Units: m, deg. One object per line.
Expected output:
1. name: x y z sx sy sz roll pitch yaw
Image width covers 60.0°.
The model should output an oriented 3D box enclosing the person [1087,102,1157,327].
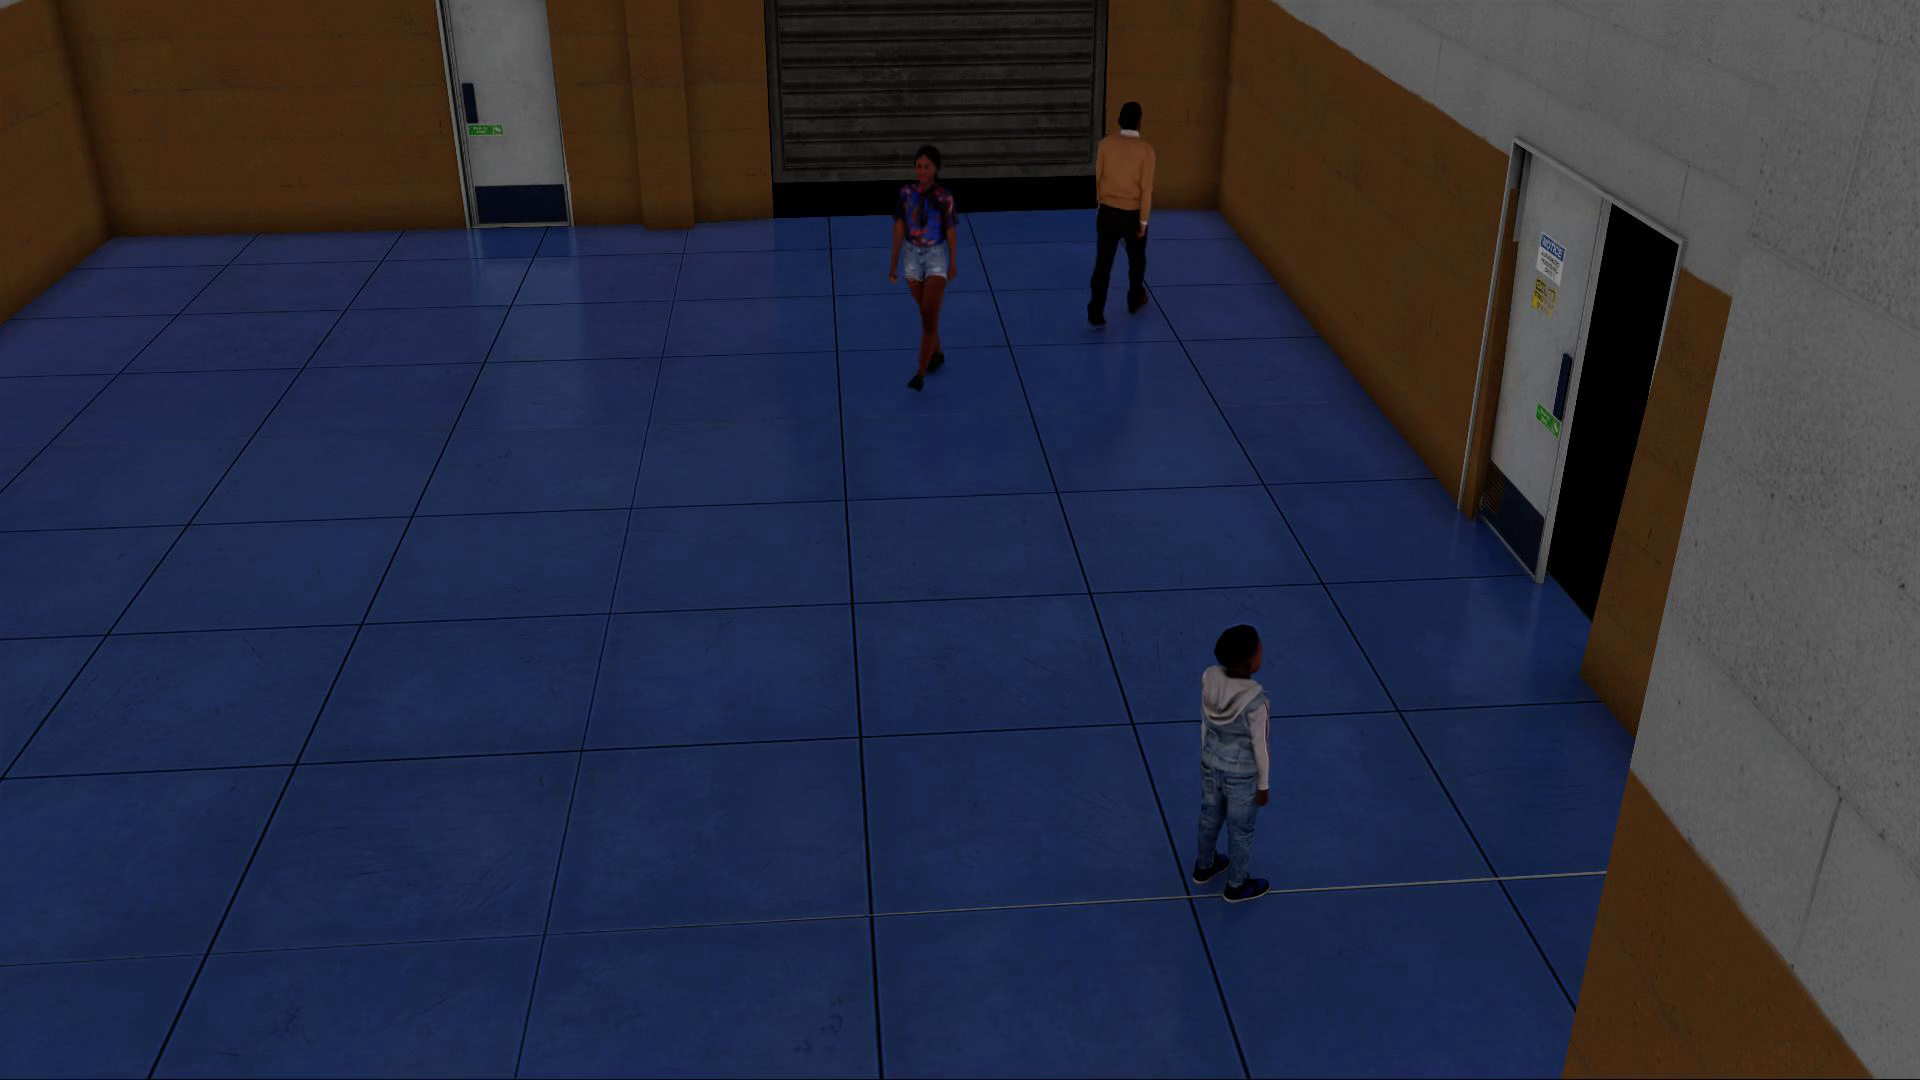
1. person: 1.219 -2.498 12.927 1.183 1.734 1.081 11 29 21

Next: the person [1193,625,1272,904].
1. person: 1.105 0.900 6.755 0.617 1.261 0.569 -20 33 -35

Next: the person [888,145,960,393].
1. person: -0.217 -1.958 11.909 1.147 1.696 0.998 10 29 19
